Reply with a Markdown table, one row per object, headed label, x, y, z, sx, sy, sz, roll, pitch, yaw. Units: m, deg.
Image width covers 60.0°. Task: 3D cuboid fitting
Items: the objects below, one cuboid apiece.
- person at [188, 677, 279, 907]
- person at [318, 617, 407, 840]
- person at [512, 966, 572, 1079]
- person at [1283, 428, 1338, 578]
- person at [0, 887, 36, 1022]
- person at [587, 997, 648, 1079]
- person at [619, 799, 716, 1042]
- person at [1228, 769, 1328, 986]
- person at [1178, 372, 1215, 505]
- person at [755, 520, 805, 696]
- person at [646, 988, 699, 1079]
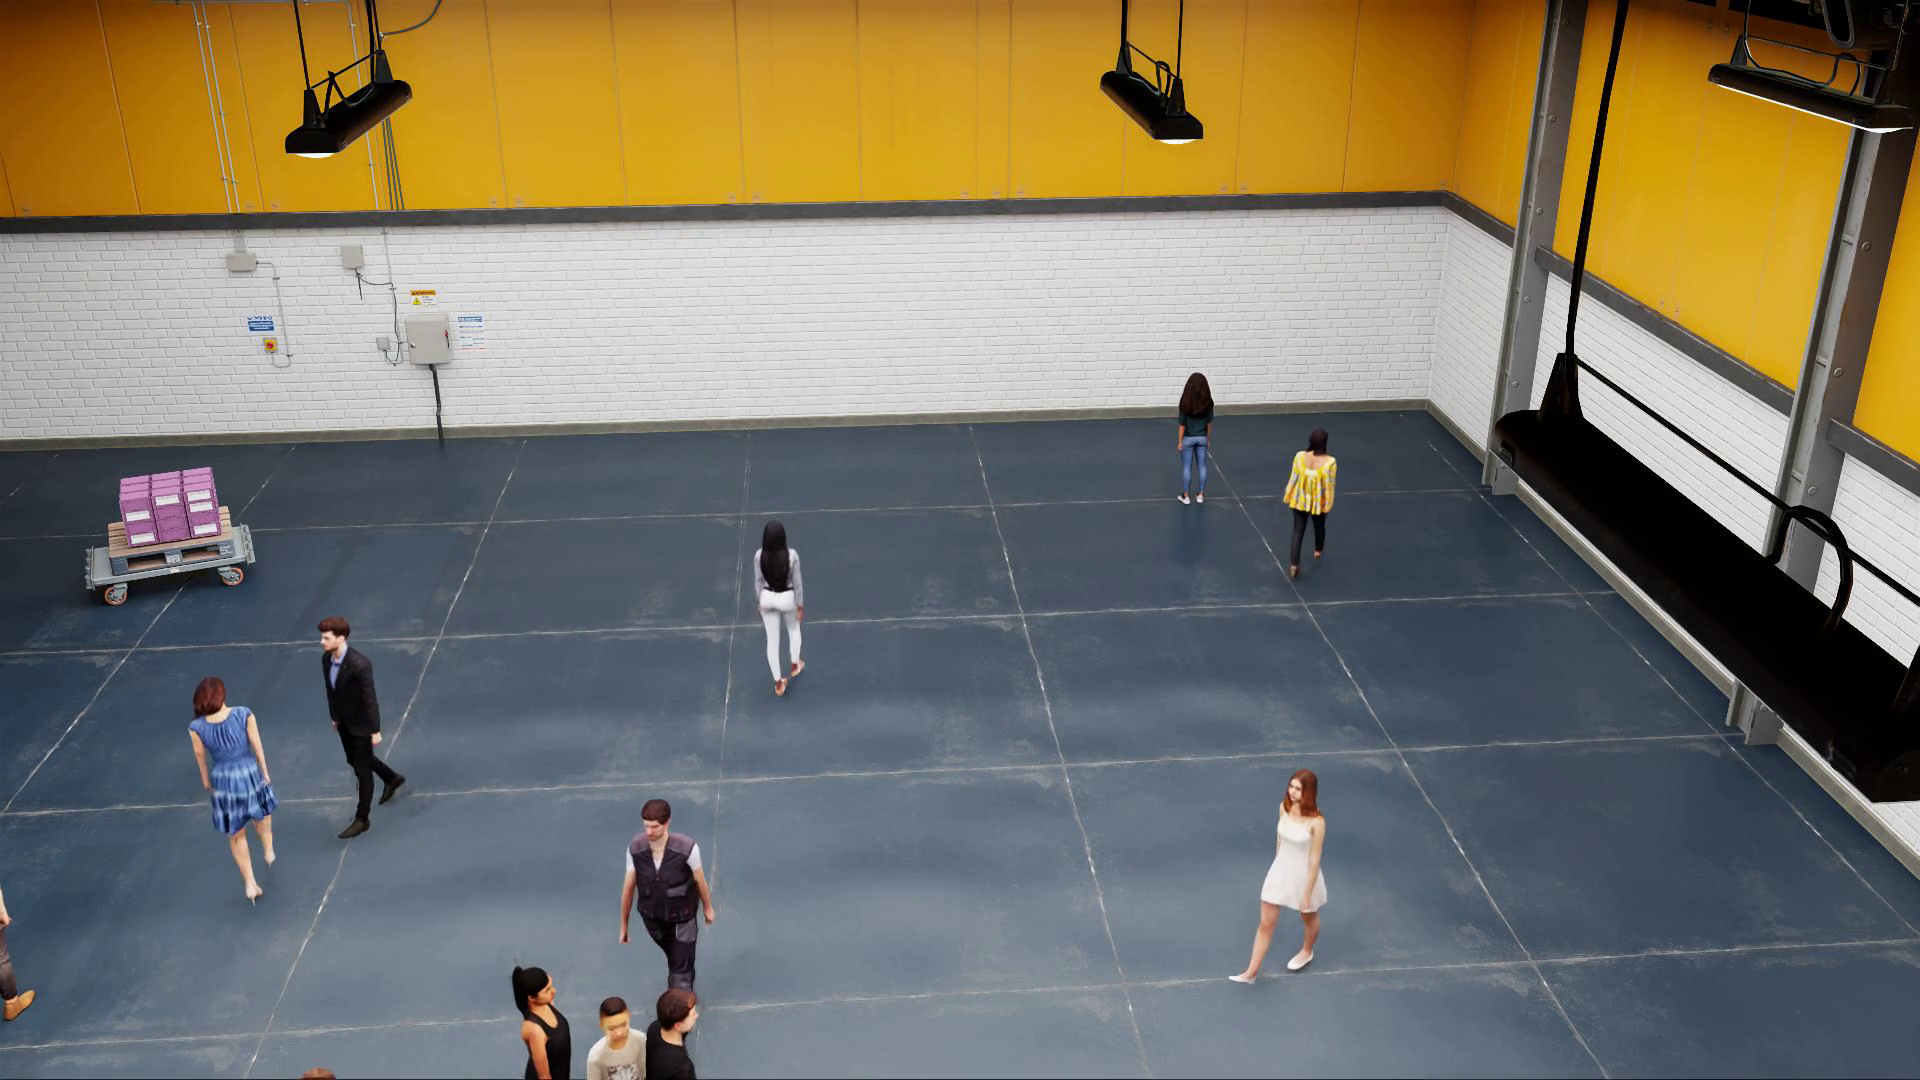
| label | x | y | z | sx | sy | sz | roll | pitch | yaw |
| --- | --- | --- | --- | --- | --- | --- | --- | --- | --- |
| person | -5.417 | 1.923 | 12.521 | 0.849 | 1.757 | 1.004 | -8 | 25 | -18 |
| person | -4.842 | 1.438 | 13.473 | 1.073 | 1.883 | 1.164 | 16 | 28 | 32 |
| person | -2.434 | 3.174 | 9.778 | 0.646 | 1.662 | 0.447 | -3 | 24 | -7 |
| person | 3.751 | -0.367 | 17.950 | 0.994 | 1.605 | 1.171 | 9 | 25 | 20 |
| person | -6.689 | 2.513 | 11.222 | 0.623 | 1.717 | 0.558 | -3 | 24 | -7 |
| person | -2.021 | 3.283 | 9.810 | 0.802 | 1.437 | 0.982 | -14 | 27 | -29 |
| person | -1.923 | 2.476 | 11.209 | 0.919 | 1.795 | 1.258 | 4 | 24 | 10 |
| person | 2.422 | 2.332 | 11.680 | 1.029 | 1.681 | 1.048 | -20 | 30 | -38 |
| person | 2.804 | -1.219 | 19.884 | 0.583 | 1.616 | 0.570 | -2 | 24 | -5 |
| person | -1.696 | 0.653 | 15.486 | 0.688 | 1.710 | 0.875 | 1 | 24 | 3 |
| person | -1.630 | 3.275 | 9.313 | 0.878 | 1.850 | 0.719 | -13 | 27 | -27 |
